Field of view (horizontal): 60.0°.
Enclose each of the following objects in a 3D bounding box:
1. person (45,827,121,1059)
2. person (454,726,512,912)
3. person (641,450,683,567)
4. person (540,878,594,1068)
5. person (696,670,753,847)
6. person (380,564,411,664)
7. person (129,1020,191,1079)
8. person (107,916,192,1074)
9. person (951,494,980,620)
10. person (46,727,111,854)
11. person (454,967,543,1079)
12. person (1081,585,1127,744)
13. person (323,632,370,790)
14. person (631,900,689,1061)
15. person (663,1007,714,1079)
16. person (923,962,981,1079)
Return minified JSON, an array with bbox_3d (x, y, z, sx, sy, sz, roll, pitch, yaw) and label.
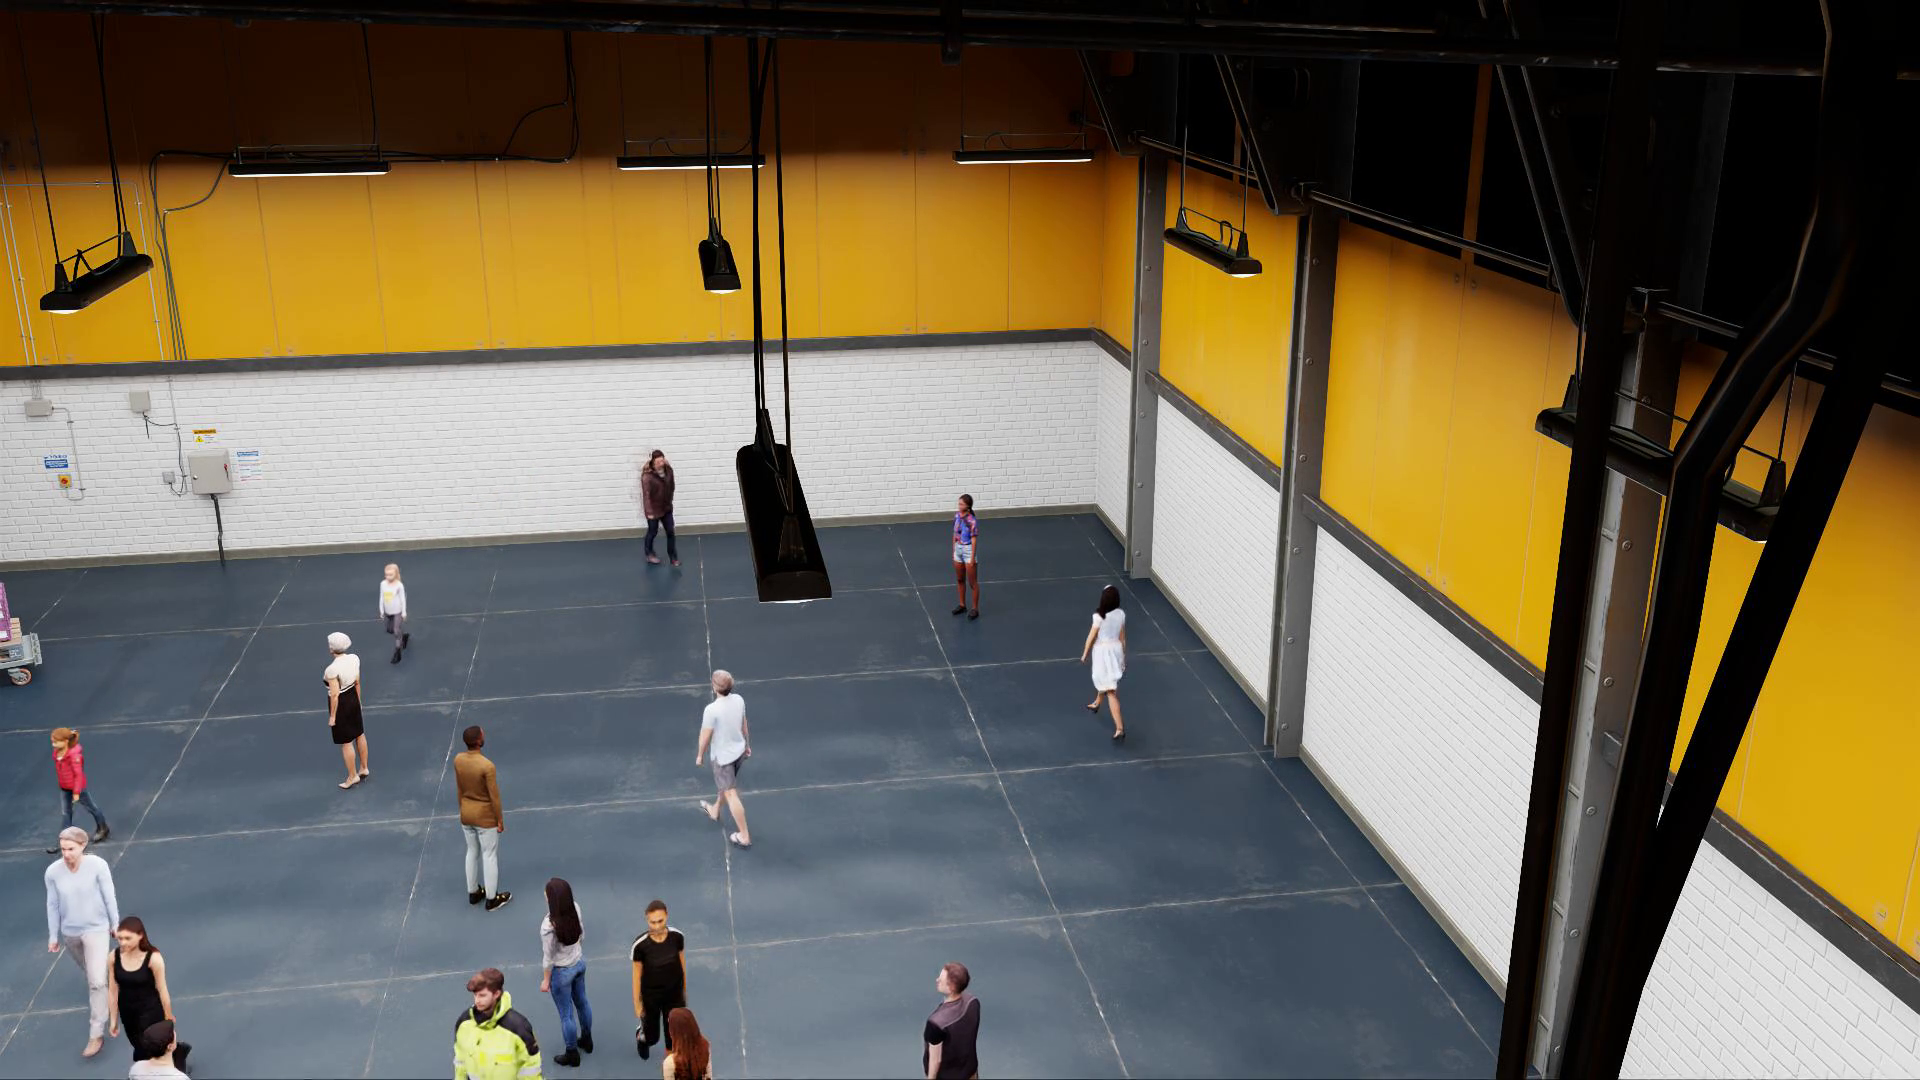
[{"bbox_3d":[-7.121,3.167,13.614,0.719,1.852,1.258,-2,19,-6],"label":"person"},{"bbox_3d":[-4.475,2.567,15.452,0.705,1.817,0.721,7,20,20],"label":"person"},{"bbox_3d":[-4.492,-0.490,24.565,1.184,1.794,1.073,15,24,38],"label":"person"},{"bbox_3d":[-3.120,3.414,13.222,0.737,1.633,0.638,9,20,24],"label":"person"},{"bbox_3d":[-2.262,2.201,16.578,1.225,1.791,1.105,16,24,39],"label":"person"},{"bbox_3d":[-7.213,0.901,21.259,0.685,1.268,0.851,5,19,14],"label":"person"},{"bbox_3d":[-5.243,4.065,10.969,1.045,1.838,1.130,11,22,30],"label":"person"},{"bbox_3d":[-6.187,3.585,12.676,0.830,1.659,1.161,3,19,9],"label":"person"},{"bbox_3d":[0.084,0.207,22.578,0.646,1.741,0.729,16,25,40],"label":"person"},{"bbox_3d":[-8.777,2.459,16.603,0.799,1.286,0.957,7,20,20],"label":"person"},{"bbox_3d":[-3.123,3.796,11.587,1.088,1.954,1.203,7,20,20],"label":"person"},{"bbox_3d":[1.725,1.448,18.869,0.911,1.757,1.279,-10,21,-27],"label":"person"},{"bbox_3d":[-6.559,1.815,17.782,0.777,1.755,0.648,7,20,19],"label":"person"},{"bbox_3d":[-2.352,3.502,12.935,0.746,1.651,0.943,-9,21,-25],"label":"person"},{"bbox_3d":[-1.785,4.001,11.387,1.148,1.692,1.072,13,23,34],"label":"person"},{"bbox_3d":[-0.043,3.793,11.775,0.814,1.840,0.770,14,23,36],"label":"person"}]
